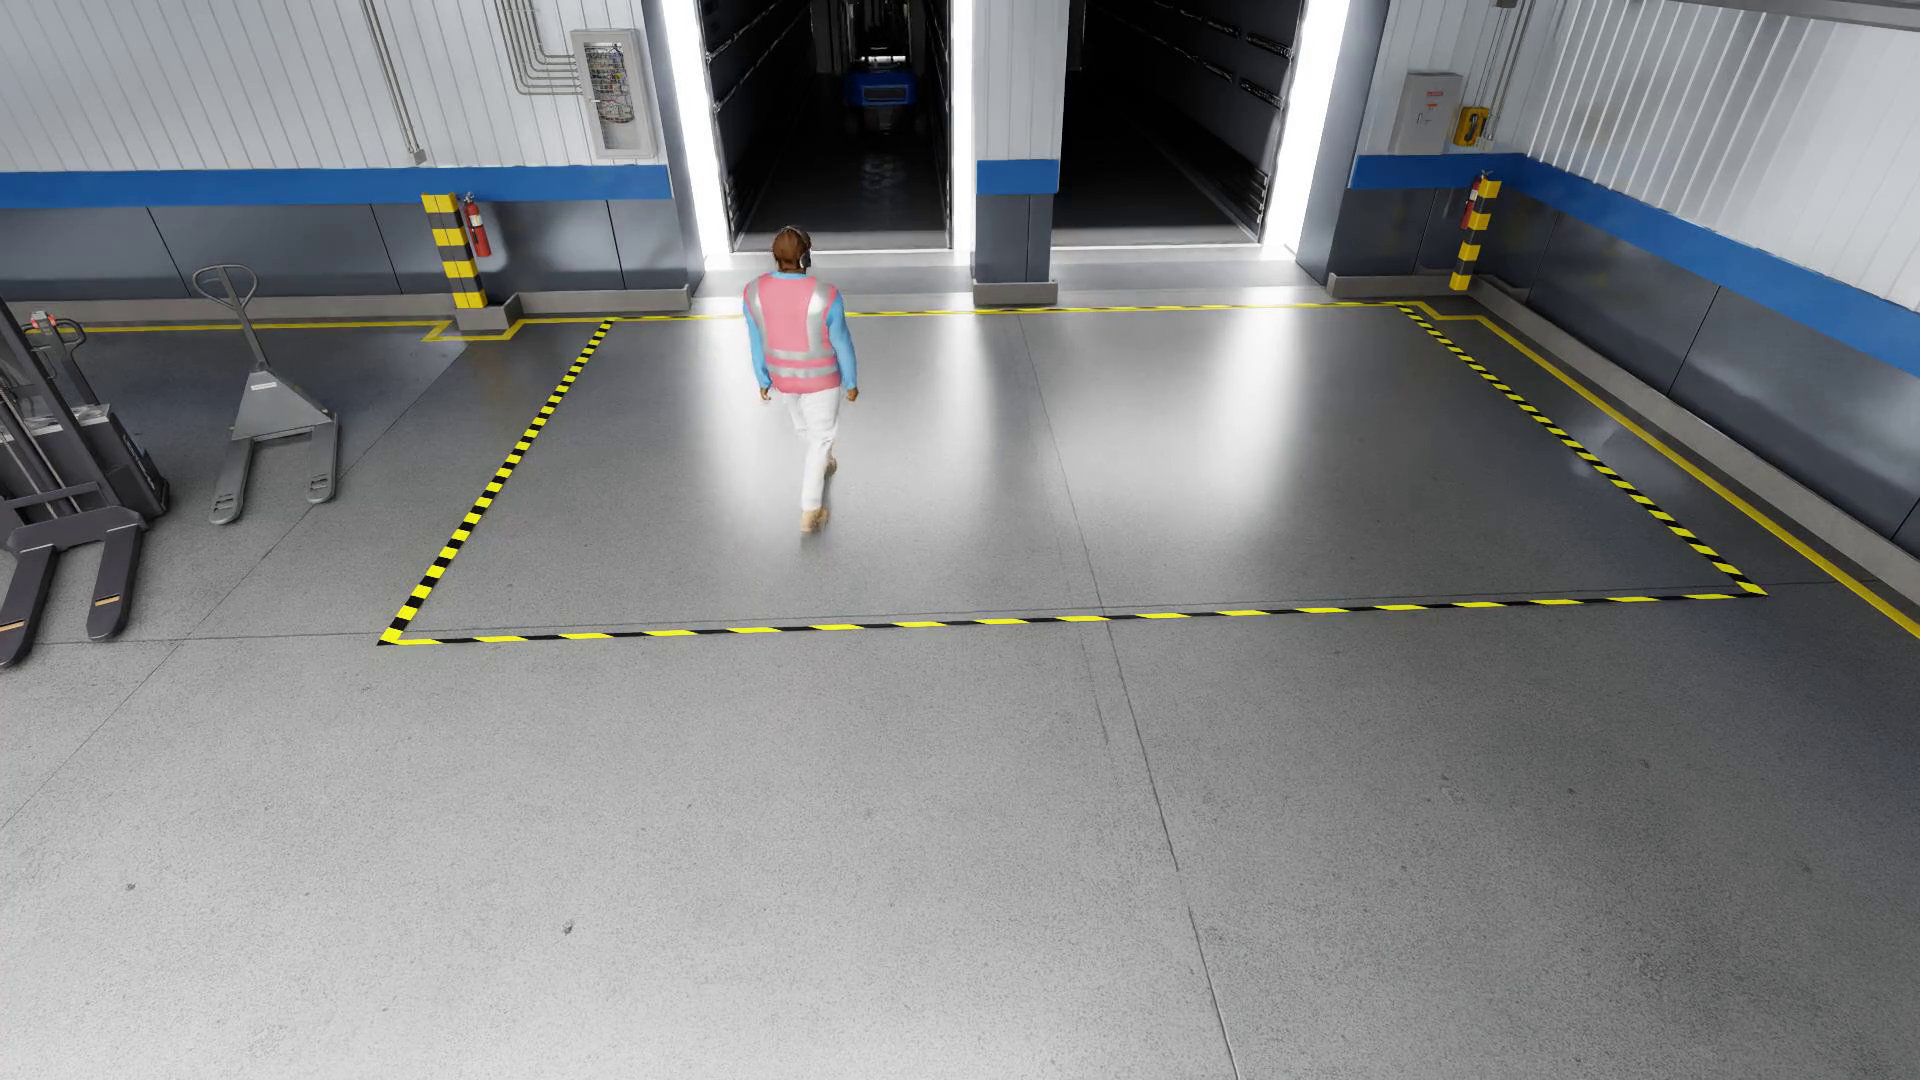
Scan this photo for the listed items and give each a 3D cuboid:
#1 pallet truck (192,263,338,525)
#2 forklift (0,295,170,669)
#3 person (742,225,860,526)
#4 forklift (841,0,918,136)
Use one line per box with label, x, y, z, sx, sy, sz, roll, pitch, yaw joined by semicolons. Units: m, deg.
pallet truck;-4.778;-1.027;6.128;0.680;1.201;1.601;-17;38;-23
forklift;-5.212;-0.618;4.878;0.823;1.965;1.885;-20;39;-26
person;-0.933;-1.000;5.602;0.638;1.798;0.924;9;36;13
forklift;-1.369;-8.096;15.311;1.157;2.036;2.680;-5;35;-7
